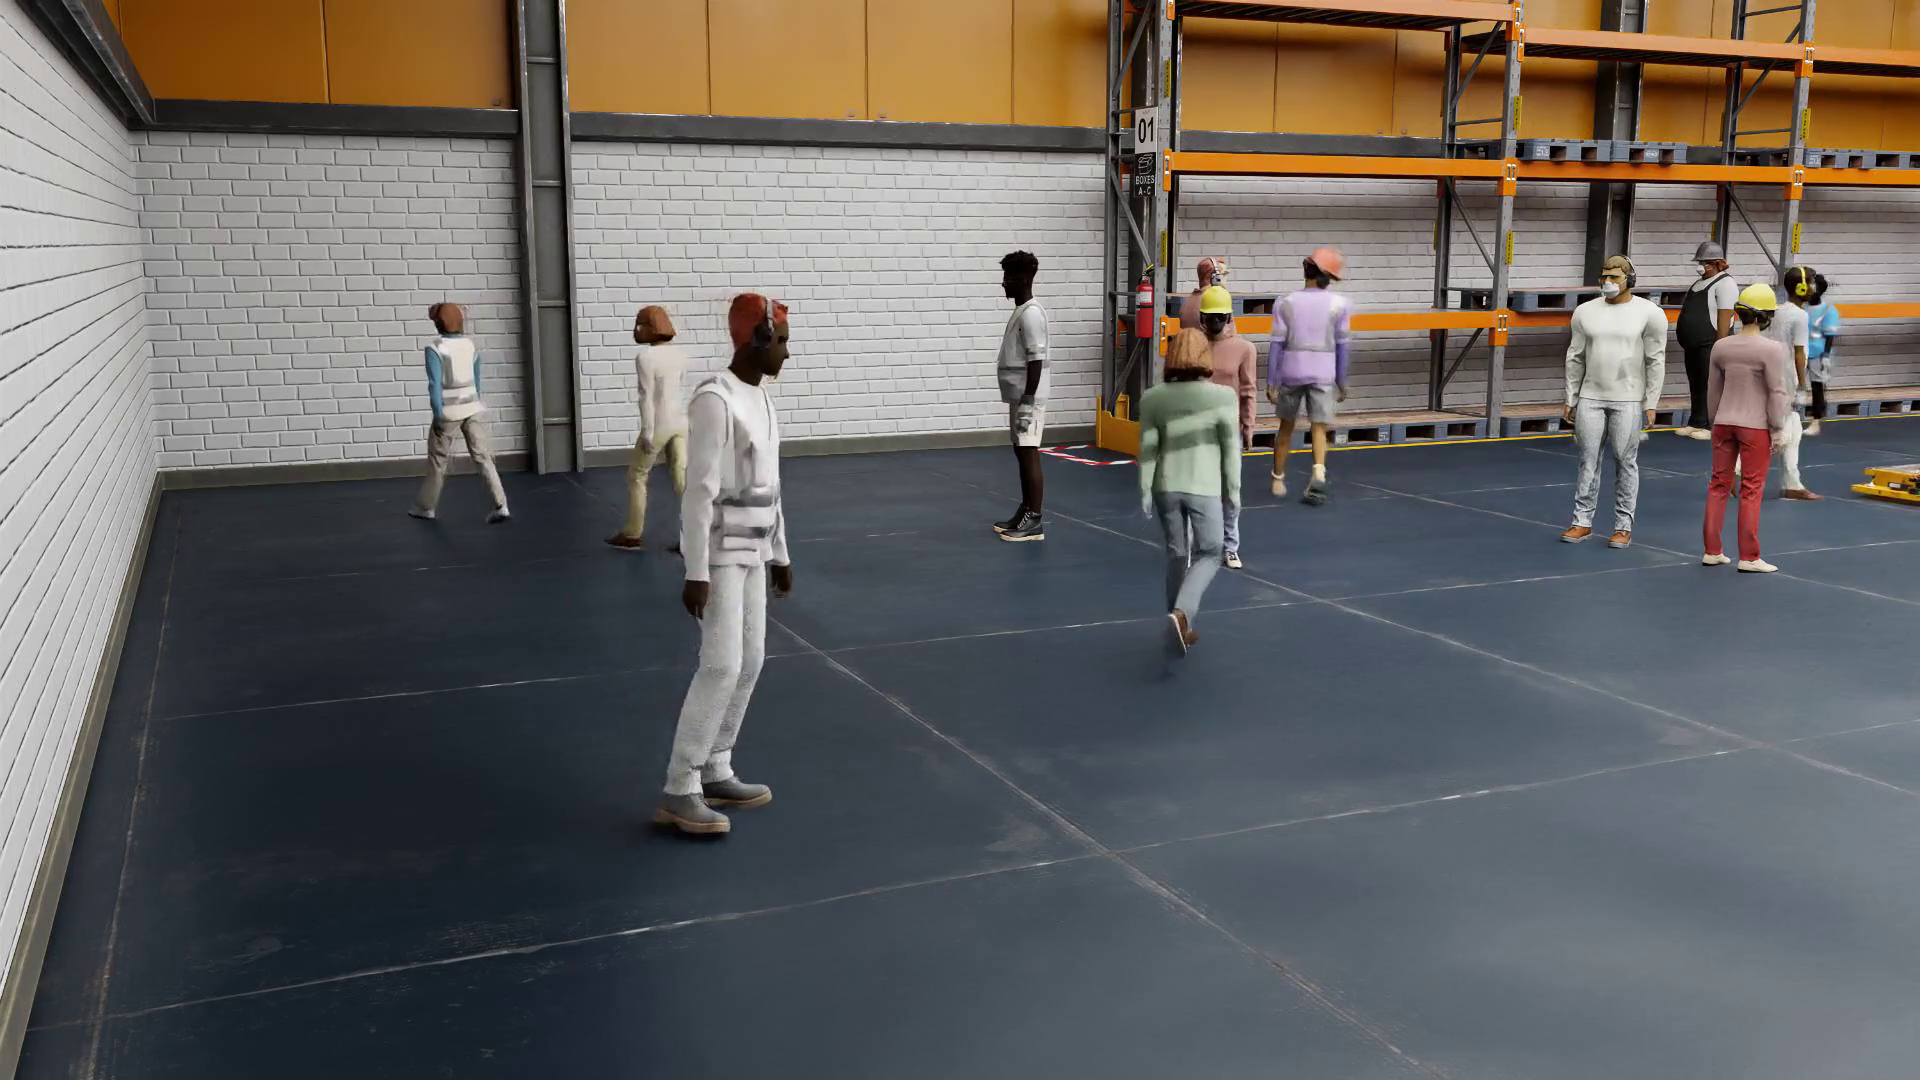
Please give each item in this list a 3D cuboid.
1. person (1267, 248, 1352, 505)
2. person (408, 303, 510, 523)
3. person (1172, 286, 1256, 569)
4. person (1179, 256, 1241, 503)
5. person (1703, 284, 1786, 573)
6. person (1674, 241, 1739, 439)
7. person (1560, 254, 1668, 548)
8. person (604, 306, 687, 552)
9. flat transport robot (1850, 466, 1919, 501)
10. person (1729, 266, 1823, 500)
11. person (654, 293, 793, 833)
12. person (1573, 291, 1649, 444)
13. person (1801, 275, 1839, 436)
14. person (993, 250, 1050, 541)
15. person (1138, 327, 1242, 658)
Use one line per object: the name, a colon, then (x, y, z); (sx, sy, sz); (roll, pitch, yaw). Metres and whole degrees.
person: (2.691, -1.260, 12.878); (0.626, 1.989, 0.861); (3, 10, 14)
person: (-3.615, -0.908, 11.969); (0.880, 1.593, 0.541); (6, 12, 29)
person: (1.557, -0.682, 10.262); (0.521, 1.757, 0.360); (1, 10, 6)
person: (1.931, -1.211, 12.768); (0.408, 1.913, 0.641); (-4, 11, -19)
person: (4.833, -0.683, 10.231); (0.312, 1.769, 0.522); (-5, 11, -27)
person: (7.654, -2.063, 17.150); (0.535, 2.000, 0.684); (-1, 10, -7)
person: (4.325, -0.916, 11.047); (0.635, 1.937, 0.352); (9, 13, 40)
person: (-2.019, -0.709, 10.822); (0.750, 1.603, 0.523); (5, 11, 25)
flat transport robot: (7.862, -0.466, 13.187); (1.431, 0.197, 0.652); (-4, 11, -22)
person: (6.371, -1.204, 12.948); (0.797, 1.845, 0.518); (1, 10, 3)
person: (-0.805, 0.063, 5.851); (0.389, 1.847, 0.665); (3, 11, 15)
person: (6.538, -1.852, 16.624); (0.871, 1.798, 0.547); (-3, 11, -16)
person: (8.733, -1.900, 17.222); (0.669, 1.675, 0.553); (-5, 11, -25)
person: (0.427, -0.979, 11.322); (0.362, 1.964, 0.612); (-1, 10, -5)
person: (1.091, -0.222, 8.064); (0.506, 1.617, 0.610); (5, 11, 27)
